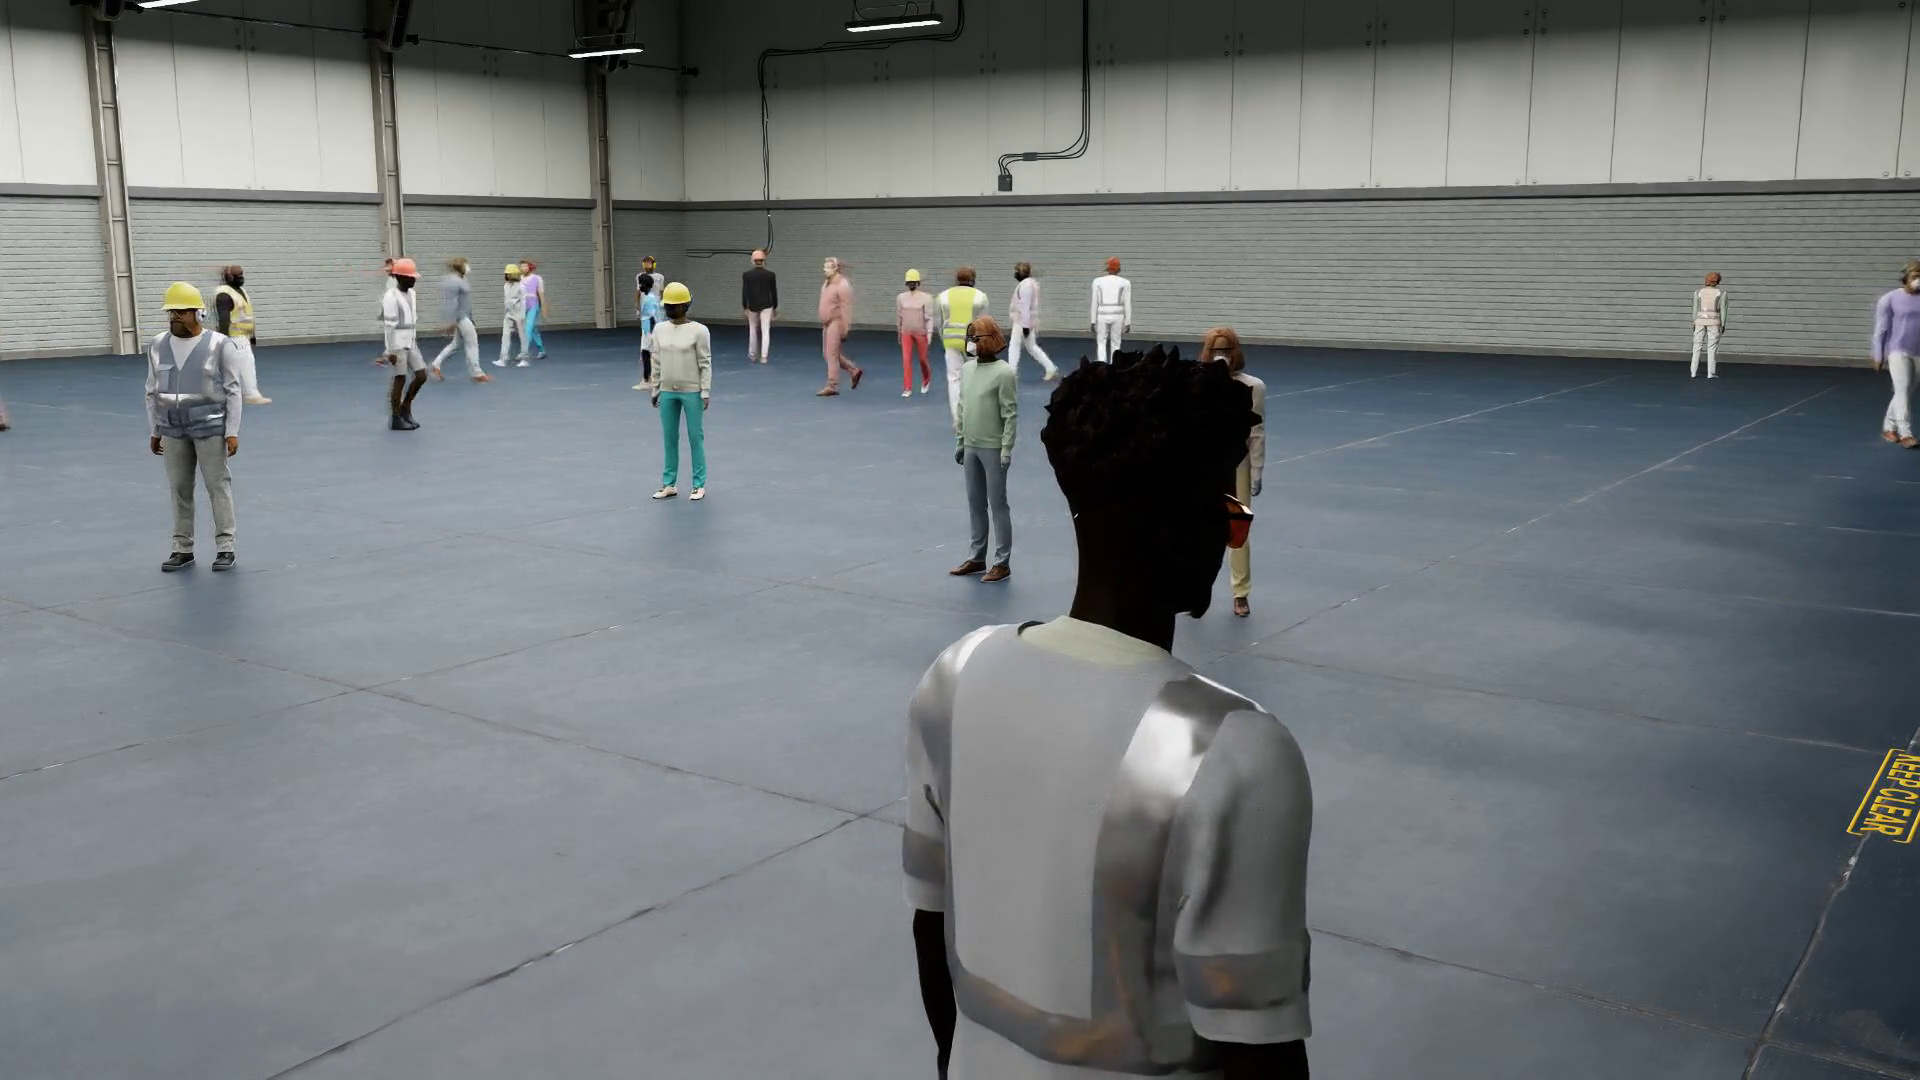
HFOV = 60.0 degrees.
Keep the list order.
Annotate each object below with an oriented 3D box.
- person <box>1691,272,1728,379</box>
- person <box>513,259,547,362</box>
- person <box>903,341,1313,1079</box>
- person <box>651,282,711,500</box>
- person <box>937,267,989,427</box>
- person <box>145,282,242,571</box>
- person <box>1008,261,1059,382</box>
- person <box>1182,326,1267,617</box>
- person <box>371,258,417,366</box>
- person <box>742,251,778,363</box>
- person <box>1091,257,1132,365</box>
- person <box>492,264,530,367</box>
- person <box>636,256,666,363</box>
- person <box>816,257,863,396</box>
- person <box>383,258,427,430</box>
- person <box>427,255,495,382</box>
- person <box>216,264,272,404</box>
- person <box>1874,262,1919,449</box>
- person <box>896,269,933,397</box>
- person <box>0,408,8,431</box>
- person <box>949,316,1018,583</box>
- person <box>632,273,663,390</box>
[{"bbox_3d":[11.523,-3.296,25.594,0.510,1.634,0.312,9,13,40],"label":"person"},{"bbox_3d":[-7.643,-4.075,29.498,0.579,1.799,0.994,5,11,24],"label":"person"},{"bbox_3d":[0.185,0.744,2.030,0.362,1.963,0.613,-8,13,-39],"label":"person"},{"bbox_3d":[-2.269,-1.197,13.481,0.523,1.762,0.329,3,11,18],"label":"person"},{"bbox_3d":[0.066,-2.205,19.007,0.622,1.806,0.827,2,10,11],"label":"person"},{"bbox_3d":[-4.872,-0.713,10.568,0.590,1.833,0.404,0,10,-1],"label":"person"},{"bbox_3d":[1.024,-3.230,24.740,0.868,1.816,0.636,2,10,10],"label":"person"},{"bbox_3d":[1.451,-0.374,9.261,0.497,1.626,0.296,2,10,12],"label":"person"},{"bbox_3d":[-9.604,-3.863,28.245,0.965,1.817,0.520,-9,13,-41],"label":"person"},{"bbox_3d":[-3.512,-4.086,29.143,0.646,1.938,1.044,-3,10,-14],"label":"person"},{"bbox_3d":[2.267,-3.297,24.924,0.613,1.869,0.414,2,10,9],"label":"person"},{"bbox_3d":[-7.530,-3.744,27.846,0.508,1.709,0.798,5,11,27],"label":"person"},{"bbox_3d":[-5.377,-4.000,28.895,0.519,1.865,0.331,0,10,-1],"label":"person"},{"bbox_3d":[-1.666,-2.923,22.781,0.663,1.888,0.659,-5,11,-25],"label":"person"},{"bbox_3d":[-6.153,-2.157,18.426,0.476,1.912,0.578,2,10,12],"label":"person"},{"bbox_3d":[-7.513,-3.296,24.849,0.946,1.912,0.632,-1,10,-8],"label":"person"},{"bbox_3d":[-9.412,-2.655,21.511,0.852,1.812,0.623,-1,10,-5],"label":"person"},{"bbox_3d":[9.727,-1.898,17.066,0.644,1.896,1.017,1,10,4],"label":"person"},{"bbox_3d":[-0.594,-2.834,22.731,0.528,1.738,0.792,2,10,13],"label":"person"},{"bbox_3d":[-10.902,-2.032,17.971,1.028,1.838,0.722,-8,13,-39],"label":"person"},{"bbox_3d":[0.149,-0.559,10.262,0.273,1.632,0.507,-8,13,-38],"label":"person"},{"bbox_3d":[-4.278,-2.956,23.609,0.727,1.663,0.560,-2,10,-9],"label":"person"}]
